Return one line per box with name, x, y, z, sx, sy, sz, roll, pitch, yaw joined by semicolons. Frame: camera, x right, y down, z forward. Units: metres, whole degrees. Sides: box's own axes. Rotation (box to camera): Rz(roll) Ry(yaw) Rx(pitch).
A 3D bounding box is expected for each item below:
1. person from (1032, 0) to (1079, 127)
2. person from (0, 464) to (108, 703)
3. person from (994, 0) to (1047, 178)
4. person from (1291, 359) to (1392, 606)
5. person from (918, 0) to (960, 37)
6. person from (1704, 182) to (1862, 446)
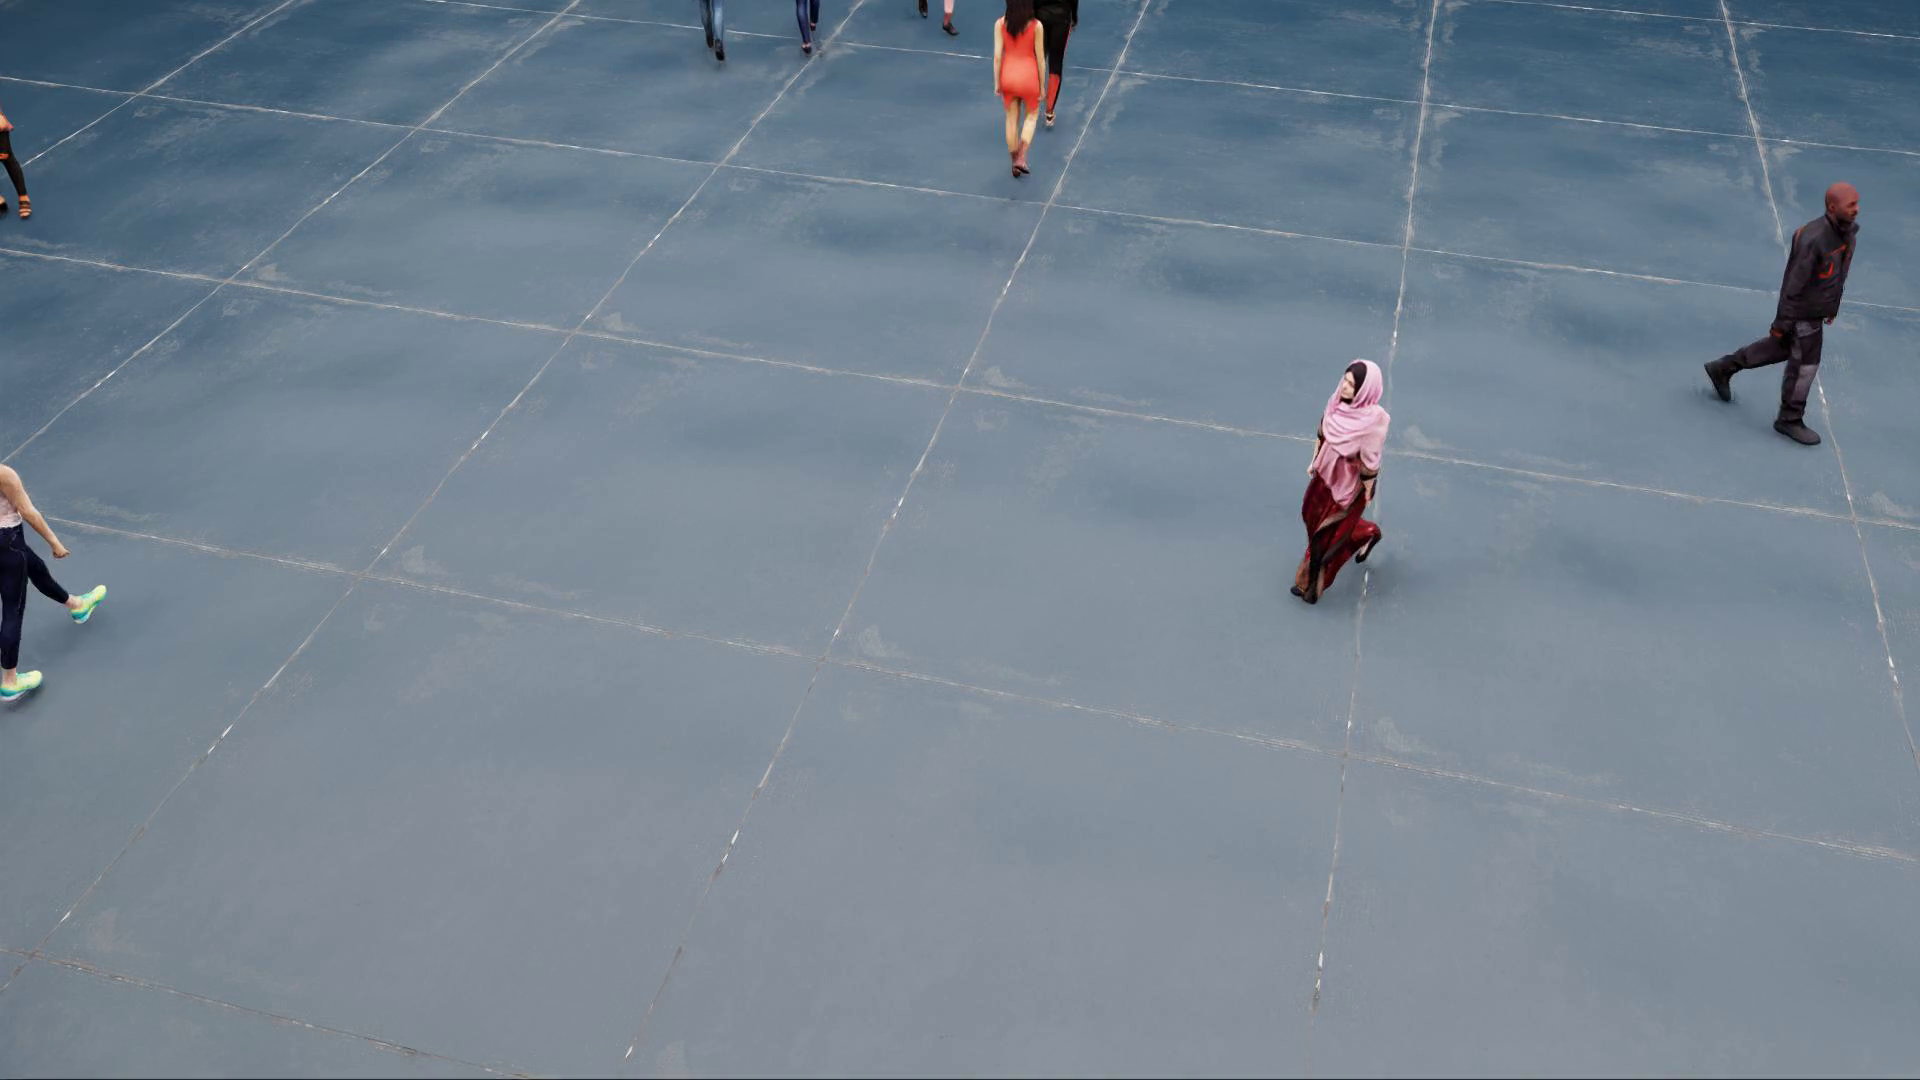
person;0.830;-4.636;15.055;0.750;1.759;1.204;4;38;5
person;-5.264;0.111;9.078;0.615;1.648;1.180;10;39;12
person;0.495;-3.842;14.077;0.627;1.713;0.701;7;39;9
person;2.296;-0.379;9.722;0.991;1.625;0.956;-15;40;-18
person;-0.216;-6.005;16.846;0.909;1.708;0.957;-22;43;-26
person;5.555;-1.597;11.125;1.110;1.814;1.205;30;47;33
